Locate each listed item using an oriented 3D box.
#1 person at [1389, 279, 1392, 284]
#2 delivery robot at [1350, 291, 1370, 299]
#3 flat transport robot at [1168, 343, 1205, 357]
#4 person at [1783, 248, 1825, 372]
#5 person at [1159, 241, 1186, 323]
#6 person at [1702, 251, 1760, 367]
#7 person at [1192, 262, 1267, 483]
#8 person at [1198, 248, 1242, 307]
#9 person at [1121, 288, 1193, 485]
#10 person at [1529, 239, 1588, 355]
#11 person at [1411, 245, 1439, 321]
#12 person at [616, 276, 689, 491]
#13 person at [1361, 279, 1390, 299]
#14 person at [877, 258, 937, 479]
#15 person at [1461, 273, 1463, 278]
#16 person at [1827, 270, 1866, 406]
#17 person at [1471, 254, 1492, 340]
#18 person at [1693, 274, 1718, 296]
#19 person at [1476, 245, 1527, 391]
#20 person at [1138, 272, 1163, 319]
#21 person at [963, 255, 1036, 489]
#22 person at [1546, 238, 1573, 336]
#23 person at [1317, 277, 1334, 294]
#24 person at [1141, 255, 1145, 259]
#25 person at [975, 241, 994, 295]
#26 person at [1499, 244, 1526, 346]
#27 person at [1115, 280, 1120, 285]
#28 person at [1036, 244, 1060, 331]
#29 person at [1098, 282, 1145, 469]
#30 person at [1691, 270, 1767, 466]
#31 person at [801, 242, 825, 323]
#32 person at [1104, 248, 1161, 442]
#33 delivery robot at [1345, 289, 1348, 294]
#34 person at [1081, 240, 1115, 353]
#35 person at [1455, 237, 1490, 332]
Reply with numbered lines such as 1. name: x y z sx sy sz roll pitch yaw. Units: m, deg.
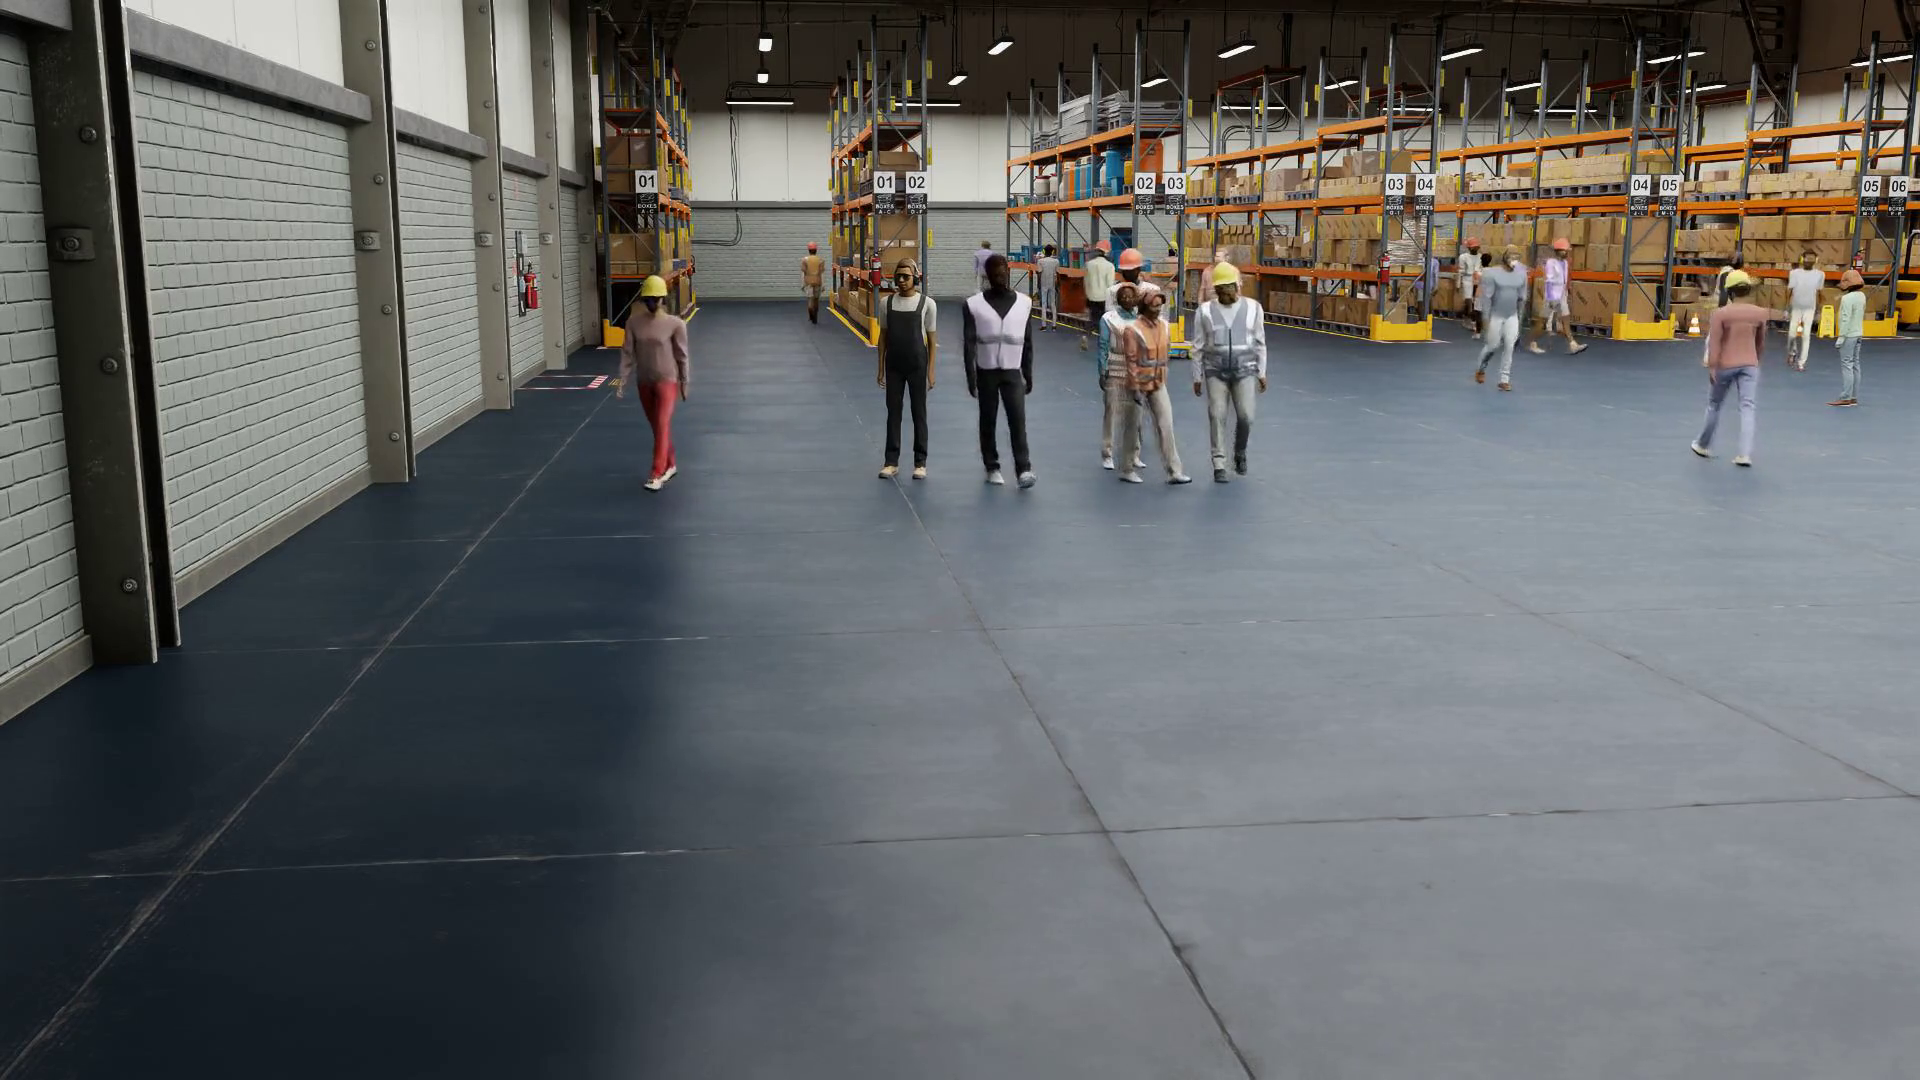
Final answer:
1. person: 12.303 -7.660 48.094 0.510 1.860 0.334 -5 11 -24
2. delivery robot: 10.915 -6.564 45.395 0.477 0.478 0.707 -1 10 -7
3. flat transport robot: 3.523 -3.207 28.028 1.431 0.197 0.652 4 11 19
4. person: 12.765 -3.482 25.176 0.537 1.860 0.506 5 11 26
5. person: 4.500 -5.366 35.314 0.591 1.930 0.357 -1 10 -4
6. person: 12.017 -3.558 25.744 0.910 1.800 0.638 5 11 26
7. person: 2.238 -1.390 13.822 0.616 1.816 0.487 2 11 10
8. person: 4.016 -3.565 25.619 0.634 1.873 0.948 8 13 37
9. person: 1.567 -1.227 13.506 0.521 1.604 0.762 -7 12 -32
10. person: 10.311 -4.176 28.637 0.642 1.980 1.074 -8 13 -38
11. person: 10.237 -5.572 36.607 0.550 1.882 1.025 2 10 10
12. person: -2.465 -1.281 13.511 0.536 1.719 0.921 3 11 15
13. person: 9.344 -5.768 37.457 0.623 1.958 0.973 -1 10 -8
14. person: -0.450 -1.430 13.965 0.506 1.847 0.343 2 11 12
15. person: 15.284 -8.050 50.154 0.340 1.882 0.586 -2 10 -8
16. person: 10.671 -2.420 19.974 0.501 1.633 0.289 -8 13 -39
17. person: 10.345 -4.796 32.833 0.532 1.696 0.319 -2 11 -11
18. person: 18.672 -6.528 41.710 0.603 1.934 0.917 -1 10 -5
19. person: 7.177 -2.944 22.081 0.639 1.915 0.669 -2 10 -9
20. person: 2.331 -2.582 20.960 0.508 1.601 0.823 4 11 22
21. person: 0.346 -1.332 13.362 0.603 1.867 0.960 -2 11 -12
22. person: 12.282 -5.173 34.074 0.622 1.993 0.384 -4 11 -19
23. person: 9.551 -6.865 43.775 0.622 1.844 0.429 1 10 7
24. person: 4.466 -6.614 42.433 0.561 1.836 0.392 -4 11 -19
25. person: 0.745 -7.699 48.204 0.635 1.908 0.519 6 12 32
26. person: 10.259 -4.548 30.937 0.593 1.900 0.833 -2 11 -13
27. person: 3.851 -6.716 42.957 0.620 1.845 0.430 0 10 2
28. person: 1.906 -5.469 36.046 0.536 1.869 0.312 -2 11 -12
29. person: 1.449 -1.436 14.576 0.523 1.636 0.309 -3 11 -18
30. person: 6.946 -1.548 14.952 0.538 1.726 0.883 1 10 4
31. person: -3.452 -6.054 39.141 0.544 1.919 0.641 -1 10 -8
32. person: 1.624 -1.856 16.113 0.569 1.903 0.797 5 11 25
33. delivery robot: 11.513 -7.256 49.192 0.707 0.478 0.477 -8 13 -38
34. person: 2.409 -4.209 28.849 0.634 1.973 0.572 9 14 40
35. person: 10.974 -5.442 35.488 0.755 2.012 0.550 1 10 5
